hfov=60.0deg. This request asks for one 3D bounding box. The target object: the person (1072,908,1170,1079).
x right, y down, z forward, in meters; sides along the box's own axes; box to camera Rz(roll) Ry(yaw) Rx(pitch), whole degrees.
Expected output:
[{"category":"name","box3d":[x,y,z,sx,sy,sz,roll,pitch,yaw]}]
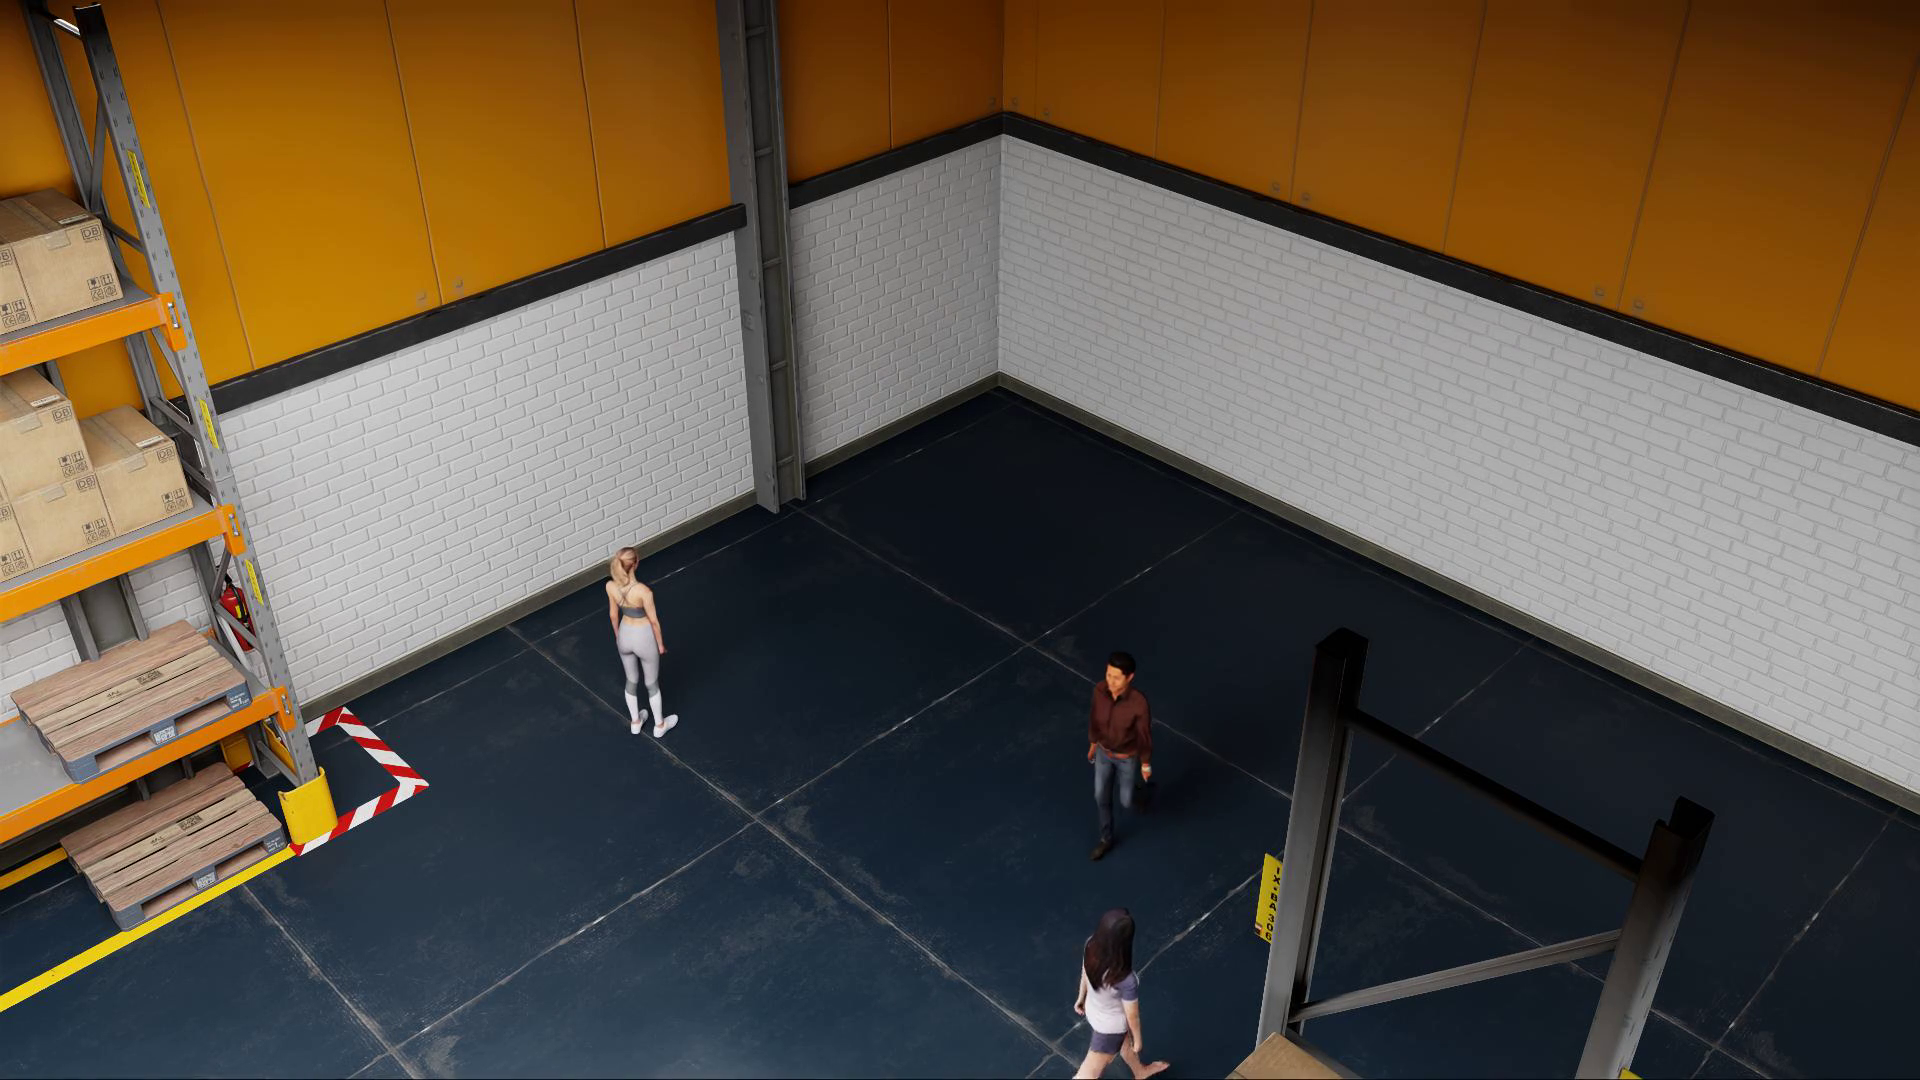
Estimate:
[{"category":"person","box3d":[0.798,2.837,9.725,1.201,1.654,0.835,-17,37,-24]}]

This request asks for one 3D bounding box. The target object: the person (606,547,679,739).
[{"category":"person","box3d":[-2.476,0.785,12.764,0.642,1.707,0.661,10,35,15]}]

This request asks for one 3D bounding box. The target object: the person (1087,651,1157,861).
[{"category":"person","box3d":[1.156,1.463,11.696,0.742,1.760,0.982,23,40,31]}]
